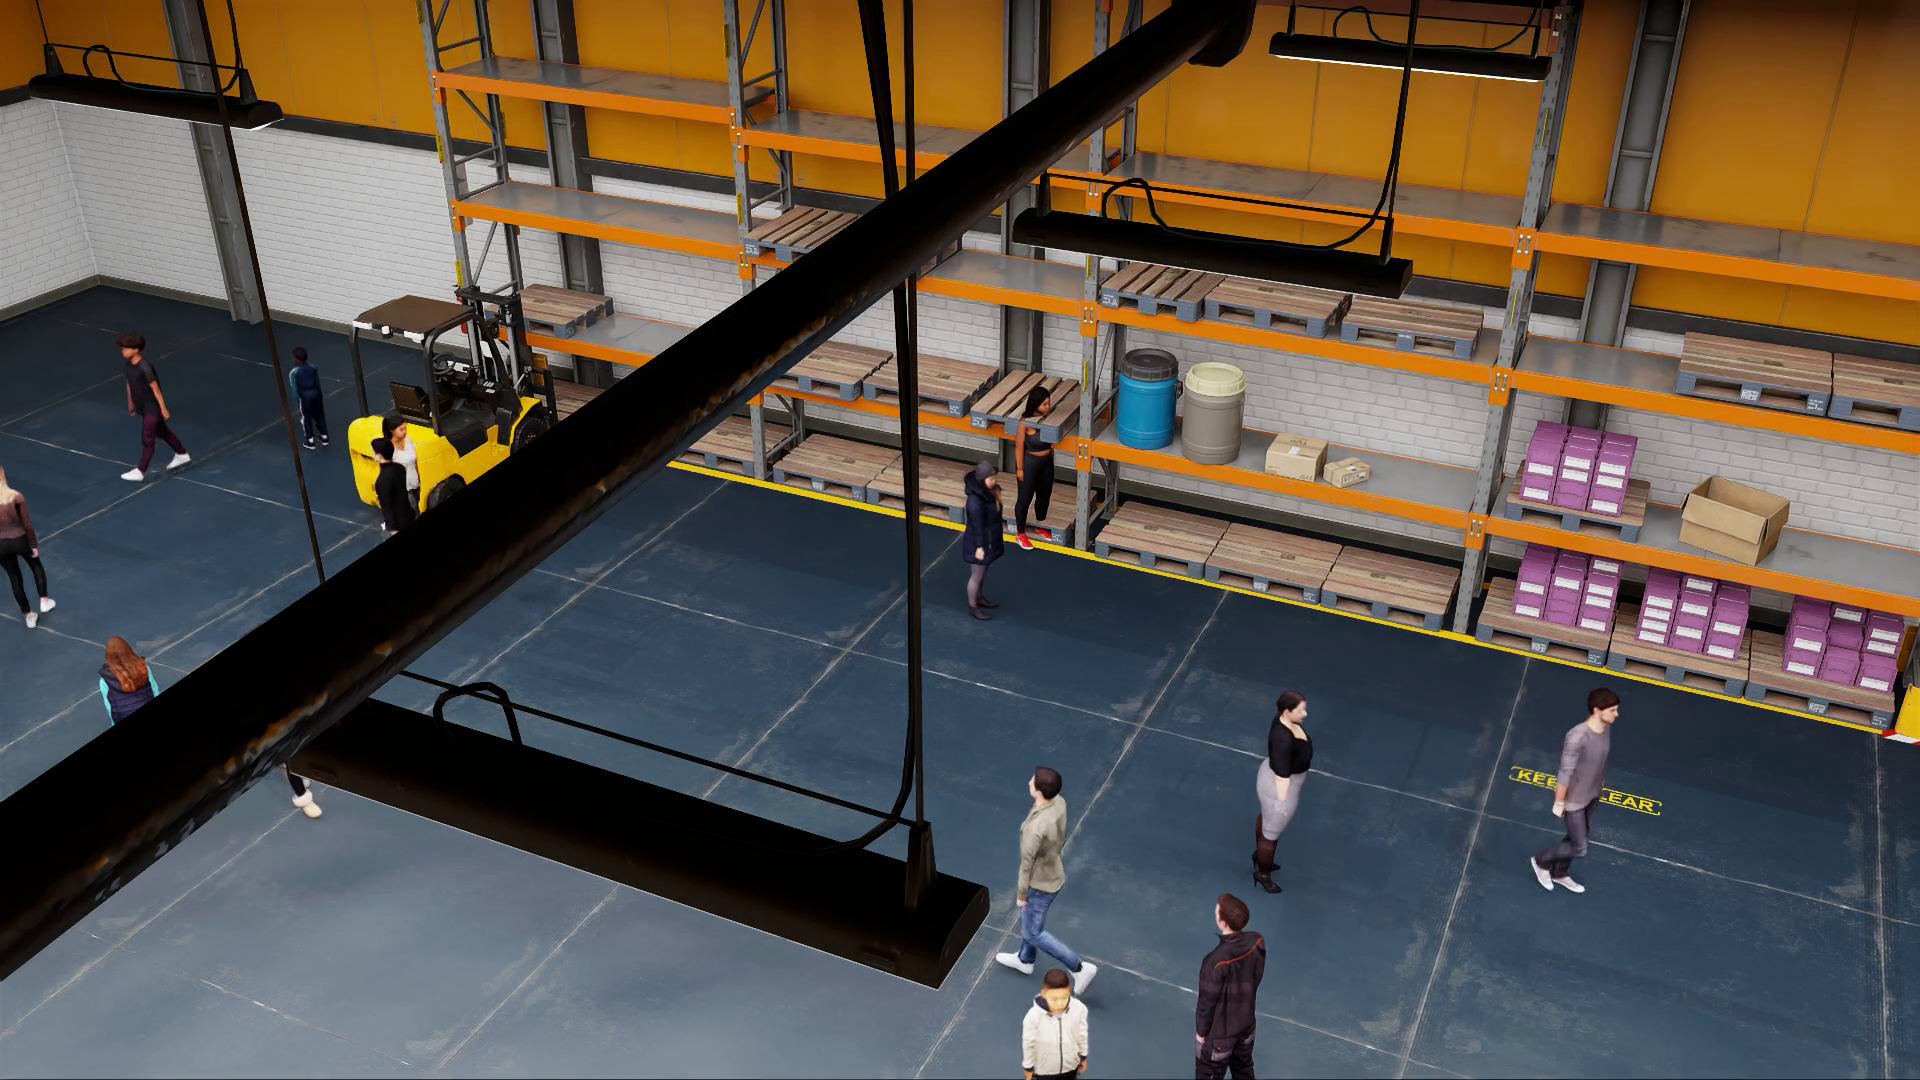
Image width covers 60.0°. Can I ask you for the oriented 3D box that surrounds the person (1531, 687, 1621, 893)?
[{"bbox_3d":[4.643,1.894,12.664,0.813,1.838,0.825,-22,36,-35],"label":"person"}]

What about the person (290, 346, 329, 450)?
[{"bbox_3d":[-7.785,-1.707,19.880,0.544,1.249,0.549,22,35,34],"label":"person"}]

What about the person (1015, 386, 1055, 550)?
[{"bbox_3d":[0.793,-0.797,17.621,0.760,1.816,0.772,-20,34,-32],"label":"person"}]

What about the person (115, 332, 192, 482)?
[{"bbox_3d":[-9.250,-1.569,19.111,1.106,1.744,0.881,21,35,33],"label":"person"}]

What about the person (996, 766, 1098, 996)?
[{"bbox_3d":[0.638,2.451,11.704,1.011,1.780,0.687,13,31,23],"label":"person"}]

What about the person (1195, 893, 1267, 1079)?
[{"bbox_3d":[1.683,3.032,10.503,0.764,1.908,0.741,-21,35,-33],"label":"person"}]

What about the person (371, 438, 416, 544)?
[{"bbox_3d":[-5.569,-0.215,16.675,1.029,1.699,0.816,4,29,8],"label":"person"}]

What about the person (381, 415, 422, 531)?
[{"bbox_3d":[-5.867,-0.559,17.393,1.023,1.615,0.559,12,31,21],"label":"person"}]

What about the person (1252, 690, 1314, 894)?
[{"bbox_3d":[2.436,1.899,12.740,0.702,1.756,0.723,5,29,10],"label":"person"}]

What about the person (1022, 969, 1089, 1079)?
[{"bbox_3d":[0.592,3.273,10.541,0.653,1.450,0.711,-10,30,-18],"label":"person"}]

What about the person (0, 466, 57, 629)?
[{"bbox_3d":[-9.199,0.093,16.122,0.774,1.687,0.833,-11,31,-20],"label":"person"}]

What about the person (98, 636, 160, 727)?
[{"bbox_3d":[-6.840,1.454,13.824,0.681,1.500,0.722,-17,33,-28],"label":"person"}]

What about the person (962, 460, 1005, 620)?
[{"bbox_3d":[0.213,0.030,16.367,0.691,1.565,0.710,7,29,13],"label":"person"}]
